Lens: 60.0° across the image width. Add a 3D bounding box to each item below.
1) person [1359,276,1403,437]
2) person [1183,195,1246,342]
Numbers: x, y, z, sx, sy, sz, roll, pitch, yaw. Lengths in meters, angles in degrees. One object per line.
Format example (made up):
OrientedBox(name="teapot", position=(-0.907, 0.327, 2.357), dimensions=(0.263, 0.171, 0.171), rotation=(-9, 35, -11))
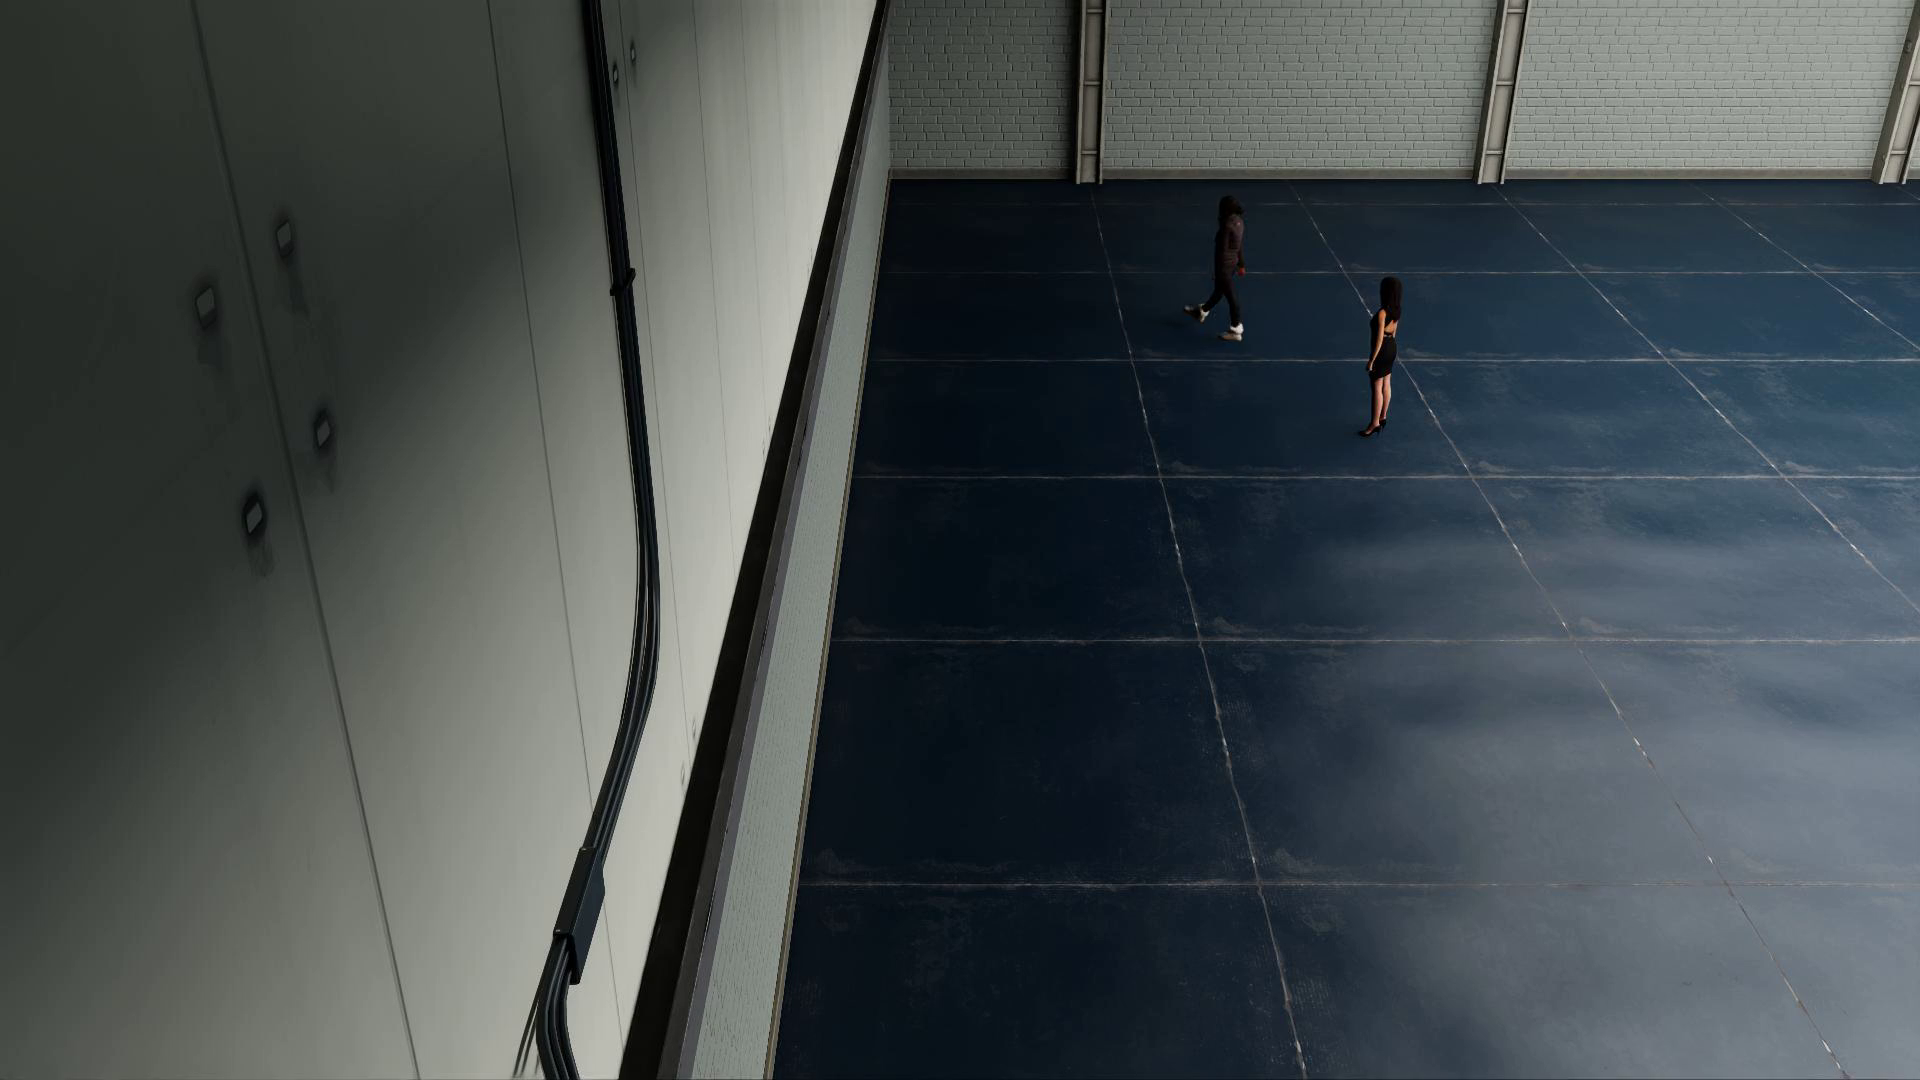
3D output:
OrientedBox(name="person", position=(4.199, -1.820, 16.508), dimensions=(0.673, 1.650, 0.630), rotation=(22, 35, 35))
OrientedBox(name="person", position=(2.889, -3.106, 18.946), dimensions=(0.973, 1.628, 1.158), rotation=(2, 28, 4))
